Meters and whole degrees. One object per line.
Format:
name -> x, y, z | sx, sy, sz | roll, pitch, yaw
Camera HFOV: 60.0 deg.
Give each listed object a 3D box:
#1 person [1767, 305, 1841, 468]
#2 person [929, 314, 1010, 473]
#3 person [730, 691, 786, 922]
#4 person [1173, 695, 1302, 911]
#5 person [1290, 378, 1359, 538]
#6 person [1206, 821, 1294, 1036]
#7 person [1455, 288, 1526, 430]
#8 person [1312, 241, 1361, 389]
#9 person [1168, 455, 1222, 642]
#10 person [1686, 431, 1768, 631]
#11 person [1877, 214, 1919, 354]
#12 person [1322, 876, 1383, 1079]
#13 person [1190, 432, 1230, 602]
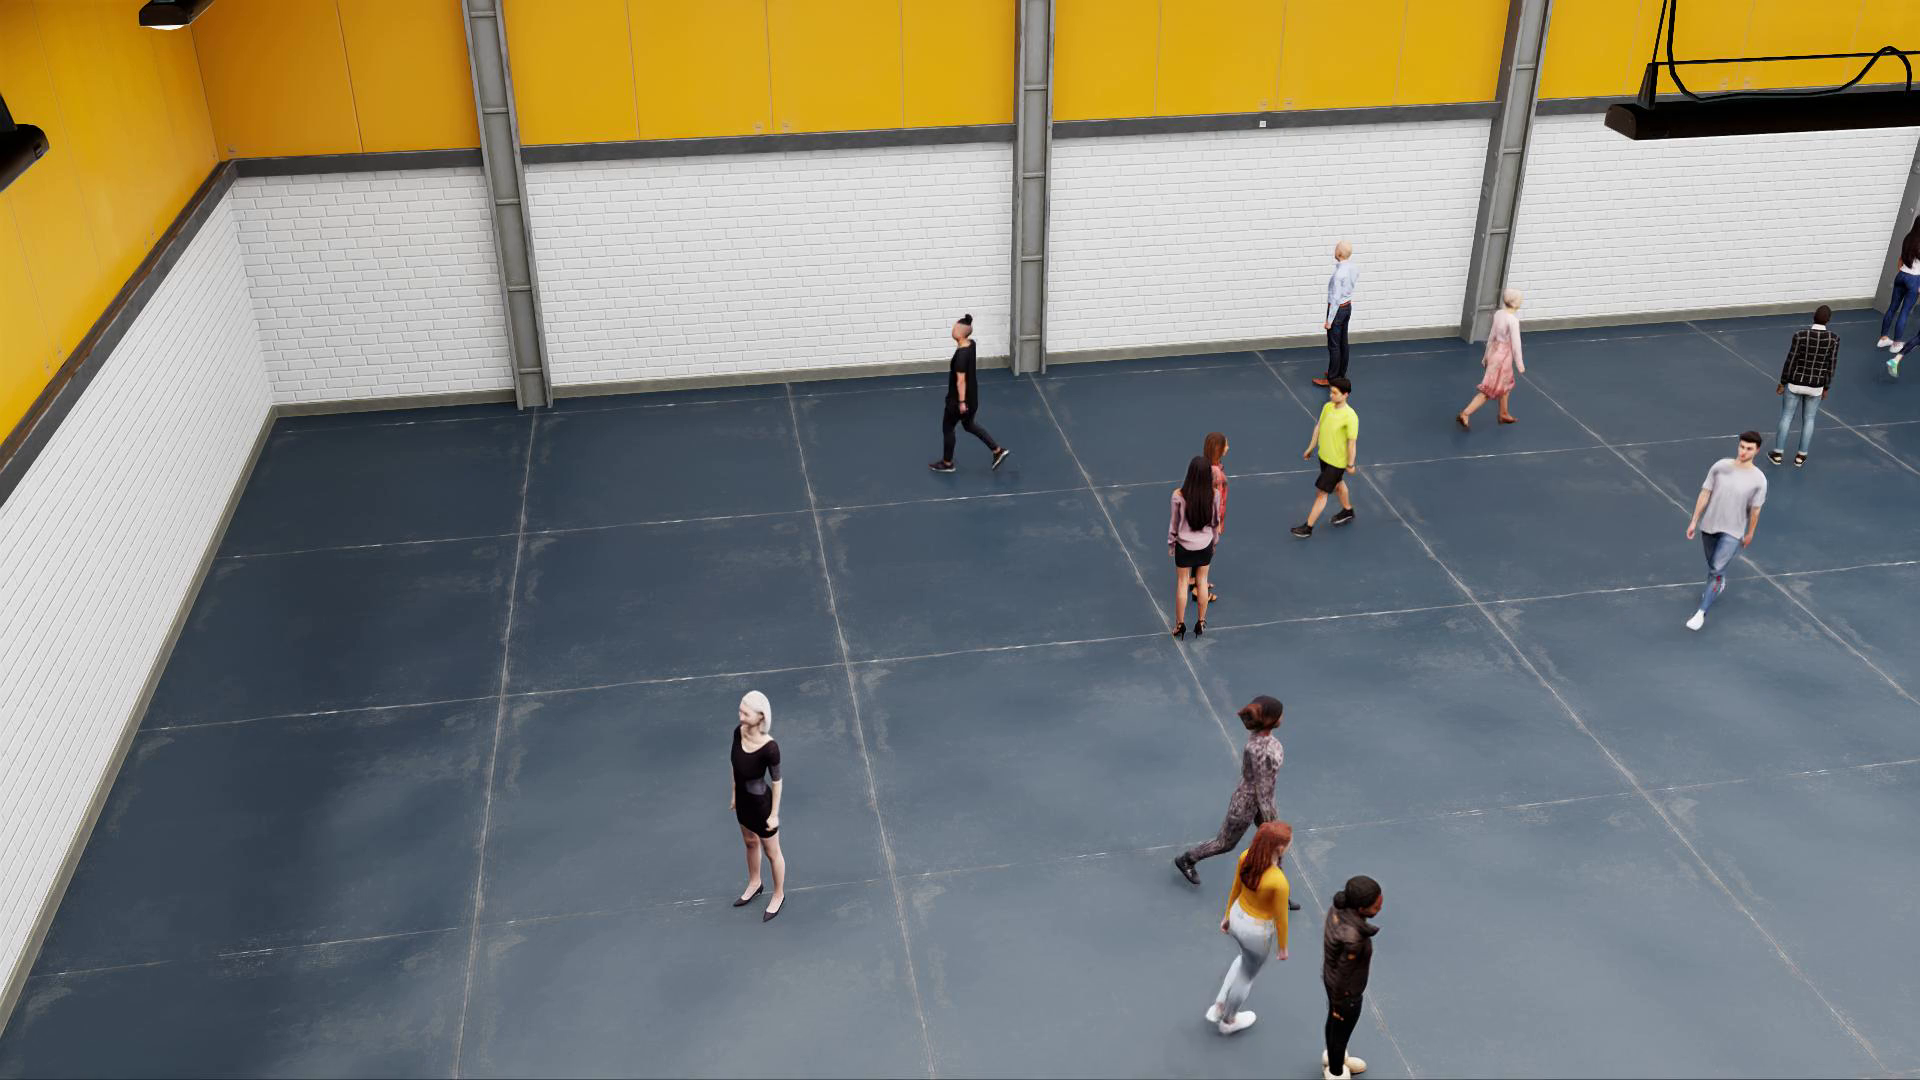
person -> 9.160, -1.675, 18.025 | 0.676, 1.820, 0.808 | 9, 30, 16
person -> 0.107, -1.542, 17.763 | 1.223, 1.837, 1.014 | 8, 30, 15
person -> -1.410, 1.836, 11.579 | 0.647, 1.829, 0.695 | 21, 35, 33
person -> 1.963, 1.854, 11.717 | 1.229, 1.666, 1.069 | 15, 32, 26
person -> 3.808, -0.854, 16.681 | 1.146, 1.665, 0.776 | -11, 30, -19
person -> 1.774, 2.500, 10.456 | 0.727, 1.739, 0.699 | -17, 33, -28
person -> 6.032, -2.007, 18.802 | 1.034, 1.658, 0.597 | -4, 29, -7
person -> 4.538, -2.708, 19.951 | 0.785, 1.789, 0.705 | 22, 35, 34
person -> 2.088, 0.074, 14.827 | 0.484, 1.812, 0.689 | -2, 29, -5
person -> 7.017, -0.151, 15.206 | 1.308, 1.844, 1.097 | -24, 36, -36
person -> 11.941, -3.245, 20.952 | 0.521, 1.774, 0.596 | -7, 29, -12
person -> 2.327, 2.714, 10.146 | 0.620, 1.660, 0.683 | -5, 29, -8
person -> 2.312, -0.232, 15.503 | 0.546, 1.702, 0.617 | -3, 29, -6
